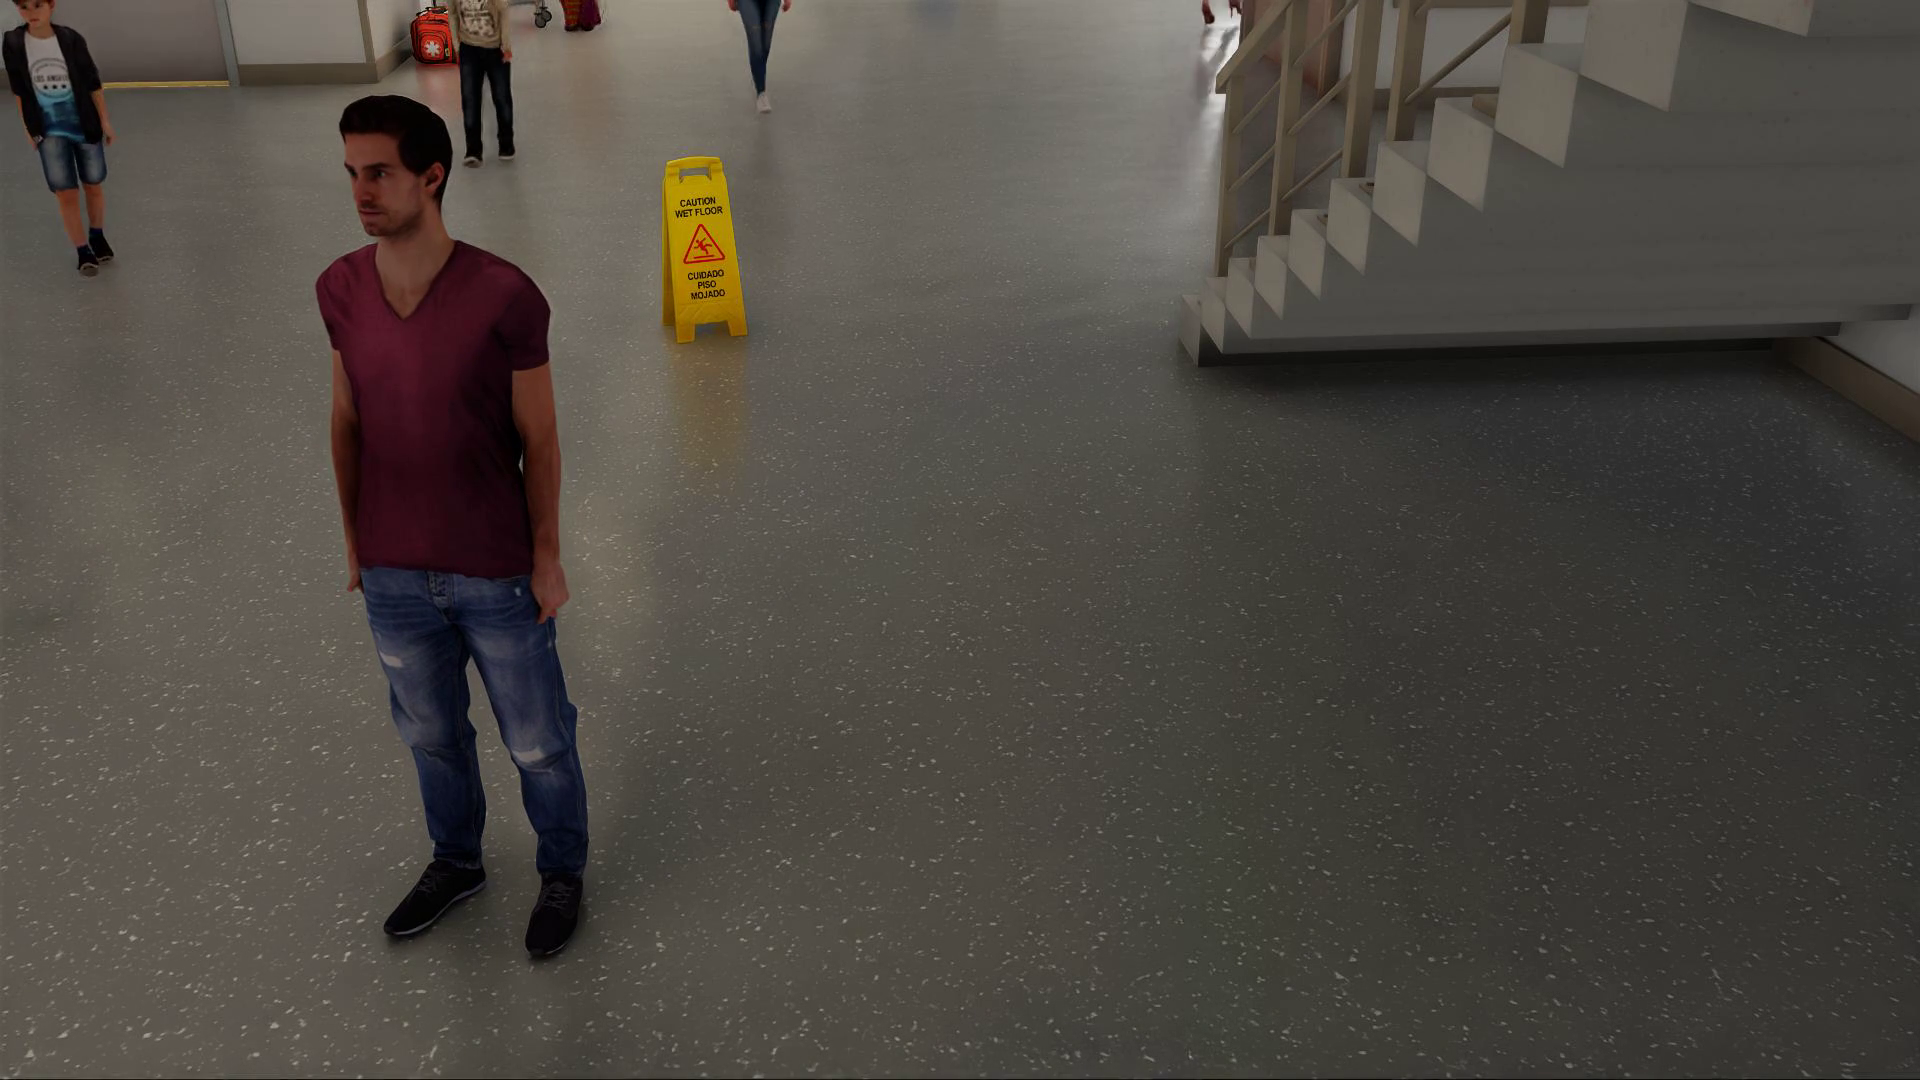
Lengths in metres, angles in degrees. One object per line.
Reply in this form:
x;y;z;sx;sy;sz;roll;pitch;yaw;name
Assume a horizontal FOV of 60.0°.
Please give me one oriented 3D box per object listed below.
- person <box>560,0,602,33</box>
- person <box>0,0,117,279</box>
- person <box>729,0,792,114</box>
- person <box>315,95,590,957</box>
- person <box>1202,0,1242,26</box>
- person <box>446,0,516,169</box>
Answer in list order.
-3.522;-5.440;14.975;0.683;1.655;0.764;0;26;1;person
-4.386;-2.028;8.182;0.796;1.410;1.011;-14;29;-27;person
-1.446;-3.900;11.830;0.734;1.613;1.105;-8;27;-16;person
-1.045;0.008;3.449;0.717;1.854;0.664;6;26;11;person
2.329;-5.621;15.217;0.921;1.771;0.982;20;32;35;person
-2.916;-3.048;10.268;0.532;1.437;0.875;-3;26;-5;person
